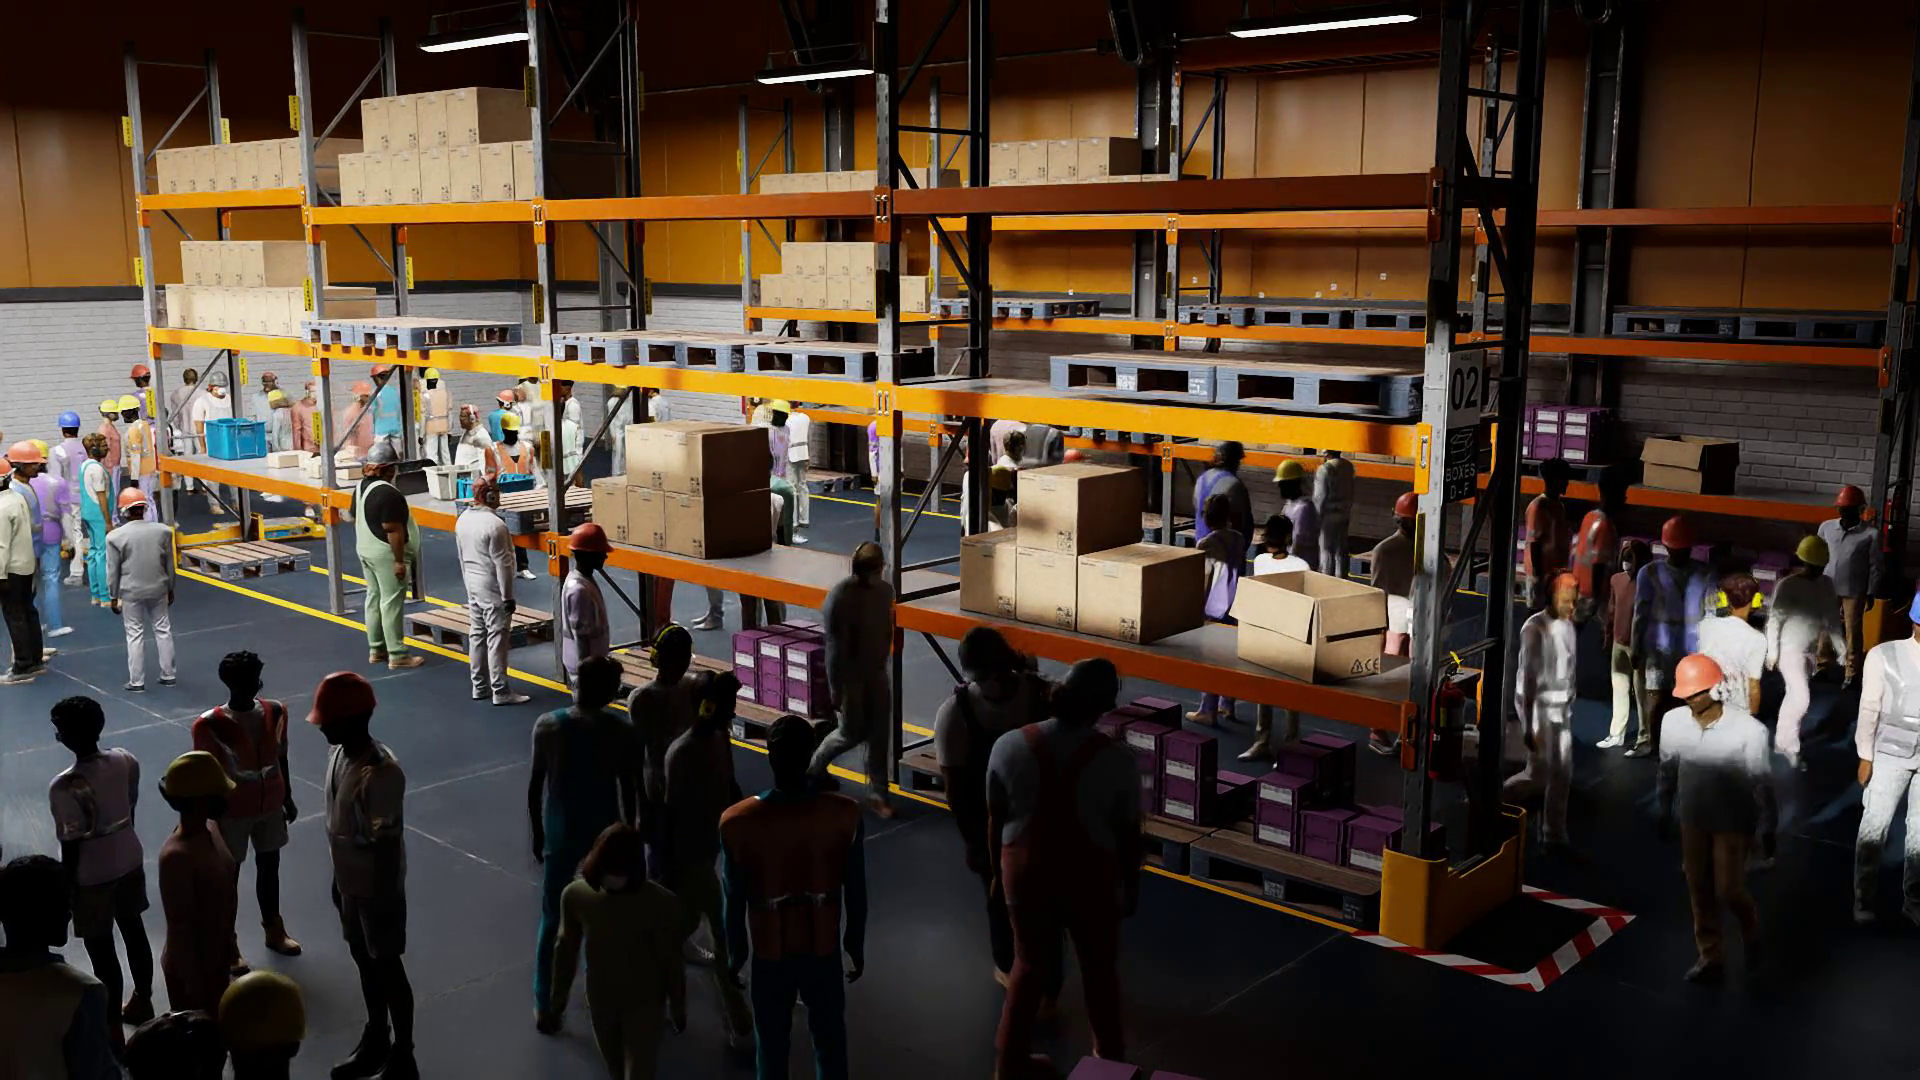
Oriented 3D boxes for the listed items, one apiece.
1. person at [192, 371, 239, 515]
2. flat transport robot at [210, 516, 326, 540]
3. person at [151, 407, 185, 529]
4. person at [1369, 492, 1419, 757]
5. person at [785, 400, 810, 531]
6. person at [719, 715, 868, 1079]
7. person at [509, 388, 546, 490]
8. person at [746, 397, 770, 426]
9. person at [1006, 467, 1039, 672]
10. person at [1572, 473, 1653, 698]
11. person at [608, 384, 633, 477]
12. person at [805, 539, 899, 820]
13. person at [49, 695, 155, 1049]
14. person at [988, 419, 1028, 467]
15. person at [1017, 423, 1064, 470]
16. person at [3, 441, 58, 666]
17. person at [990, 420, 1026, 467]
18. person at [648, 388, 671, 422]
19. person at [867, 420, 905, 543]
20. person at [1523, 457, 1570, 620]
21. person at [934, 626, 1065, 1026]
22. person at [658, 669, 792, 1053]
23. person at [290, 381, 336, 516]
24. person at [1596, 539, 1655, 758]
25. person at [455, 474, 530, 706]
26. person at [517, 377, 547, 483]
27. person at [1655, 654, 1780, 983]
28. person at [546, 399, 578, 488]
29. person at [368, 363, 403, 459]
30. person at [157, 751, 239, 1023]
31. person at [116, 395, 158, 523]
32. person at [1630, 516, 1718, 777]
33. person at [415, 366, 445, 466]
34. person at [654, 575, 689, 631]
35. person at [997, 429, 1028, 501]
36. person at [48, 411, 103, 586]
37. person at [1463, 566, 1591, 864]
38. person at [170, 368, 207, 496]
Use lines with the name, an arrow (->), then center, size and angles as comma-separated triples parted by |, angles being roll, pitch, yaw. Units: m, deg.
person -> -10.417, -1.383, 23.513 | 0.535, 2.000, 0.681 | 9, 13, 41
flat transport robot -> -8.929, -0.124, 21.395 | 1.431, 0.197, 0.652 | -7, 12, -35
person -> -10.541, -0.938, 22.013 | 0.544, 1.674, 0.500 | -2, 10, -10
person -> 3.304, 0.619, 12.354 | 0.616, 1.986, 0.407 | -6, 12, -30
person -> -2.208, -1.036, 22.108 | 0.391, 1.841, 0.564 | 8, 13, 38
person -> -0.666, 1.646, 6.728 | 0.593, 1.920, 0.391 | -2, 10, -12
person -> -6.795, -1.577, 25.895 | 0.886, 1.590, 0.503 | 3, 11, 17
person -> -2.957, -1.386, 24.388 | 0.354, 1.737, 0.574 | -1, 10, -6
person -> 0.528, 0.290, 14.518 | 0.359, 1.880, 0.575 | 3, 10, 16
person -> 5.400, 0.393, 13.932 | 1.005, 1.882, 0.594 | 1, 10, 3
person -> -5.297, -1.683, 26.078 | 0.349, 1.749, 0.492 | 7, 12, 35
person -> -0.737, 0.891, 11.070 | 0.638, 1.902, 0.751 | -9, 14, -43
person -> -4.061, 1.560, 7.857 | 0.322, 1.692, 0.532 | 2, 10, 10
person -> 0.573, -0.961, 21.299 | 0.621, 1.987, 0.413 | 2, 10, 11
person -> 0.921, -0.714, 19.931 | 0.629, 1.978, 1.127 | 6, 12, 30
person -> -8.435, 0.115, 15.078 | 0.421, 2.033, 0.608 | -3, 11, -18
person -> 0.644, -0.814, 20.584 | 0.372, 1.940, 0.632 | -9, 14, -42
person -> -4.271, -1.345, 23.649 | 0.584, 1.919, 0.802 | 2, 10, 13
person -> -0.913, -0.911, 21.188 | 0.387, 1.924, 0.548 | 9, 14, 42
person -> 5.104, 0.253, 14.472 | 0.367, 1.966, 0.604 | 7, 12, 35
person -> 0.256, 1.339, 8.123 | 0.760, 2.000, 0.784 | 0, 10, -1
person -> -1.250, 1.490, 7.907 | 0.925, 1.823, 0.506 | 2, 10, 14
person -> -9.007, -1.276, 23.287 | 0.409, 1.905, 0.652 | 8, 13, 38
person -> 4.998, 0.797, 12.362 | 0.277, 1.627, 0.503 | -5, 11, -24
person -> -3.860, 0.412, 13.731 | 0.641, 1.913, 0.407 | 9, 13, 41
person -> -6.824, -1.896, 26.622 | 0.363, 1.963, 0.612 | 5, 11, 26
person -> 3.875, 1.424, 8.551 | 0.483, 1.719, 0.614 | -7, 12, -36
person -> -4.948, -0.824, 20.694 | 0.391, 1.920, 0.587 | 3, 10, 14
person -> -8.673, -1.646, 25.059 | 0.467, 2.022, 0.603 | 7, 12, 34
person -> -3.065, 1.714, 6.773 | 0.318, 1.769, 0.522 | -2, 10, -9
person -> -10.366, -0.870, 20.977 | 0.400, 1.915, 0.588 | -3, 10, -15
person -> 5.093, 0.733, 11.950 | 0.567, 1.907, 0.718 | 1, 10, 4
person -> -8.733, -2.017, 27.472 | 0.402, 1.916, 0.607 | 7, 12, 33
person -> -2.903, -0.028, 16.232 | 0.402, 1.909, 0.599 | -7, 12, -33
person -> 0.527, -0.163, 16.904 | 0.369, 1.939, 0.631 | 0, 10, 1
person -> -9.850, -0.464, 18.572 | 0.389, 1.949, 0.604 | 7, 12, 33
person -> 3.524, 1.056, 10.211 | 0.616, 1.866, 0.662 | -10, 14, -43
person -> -11.605, -1.633, 25.214 | 0.627, 1.940, 0.371 | 2, 10, 9
